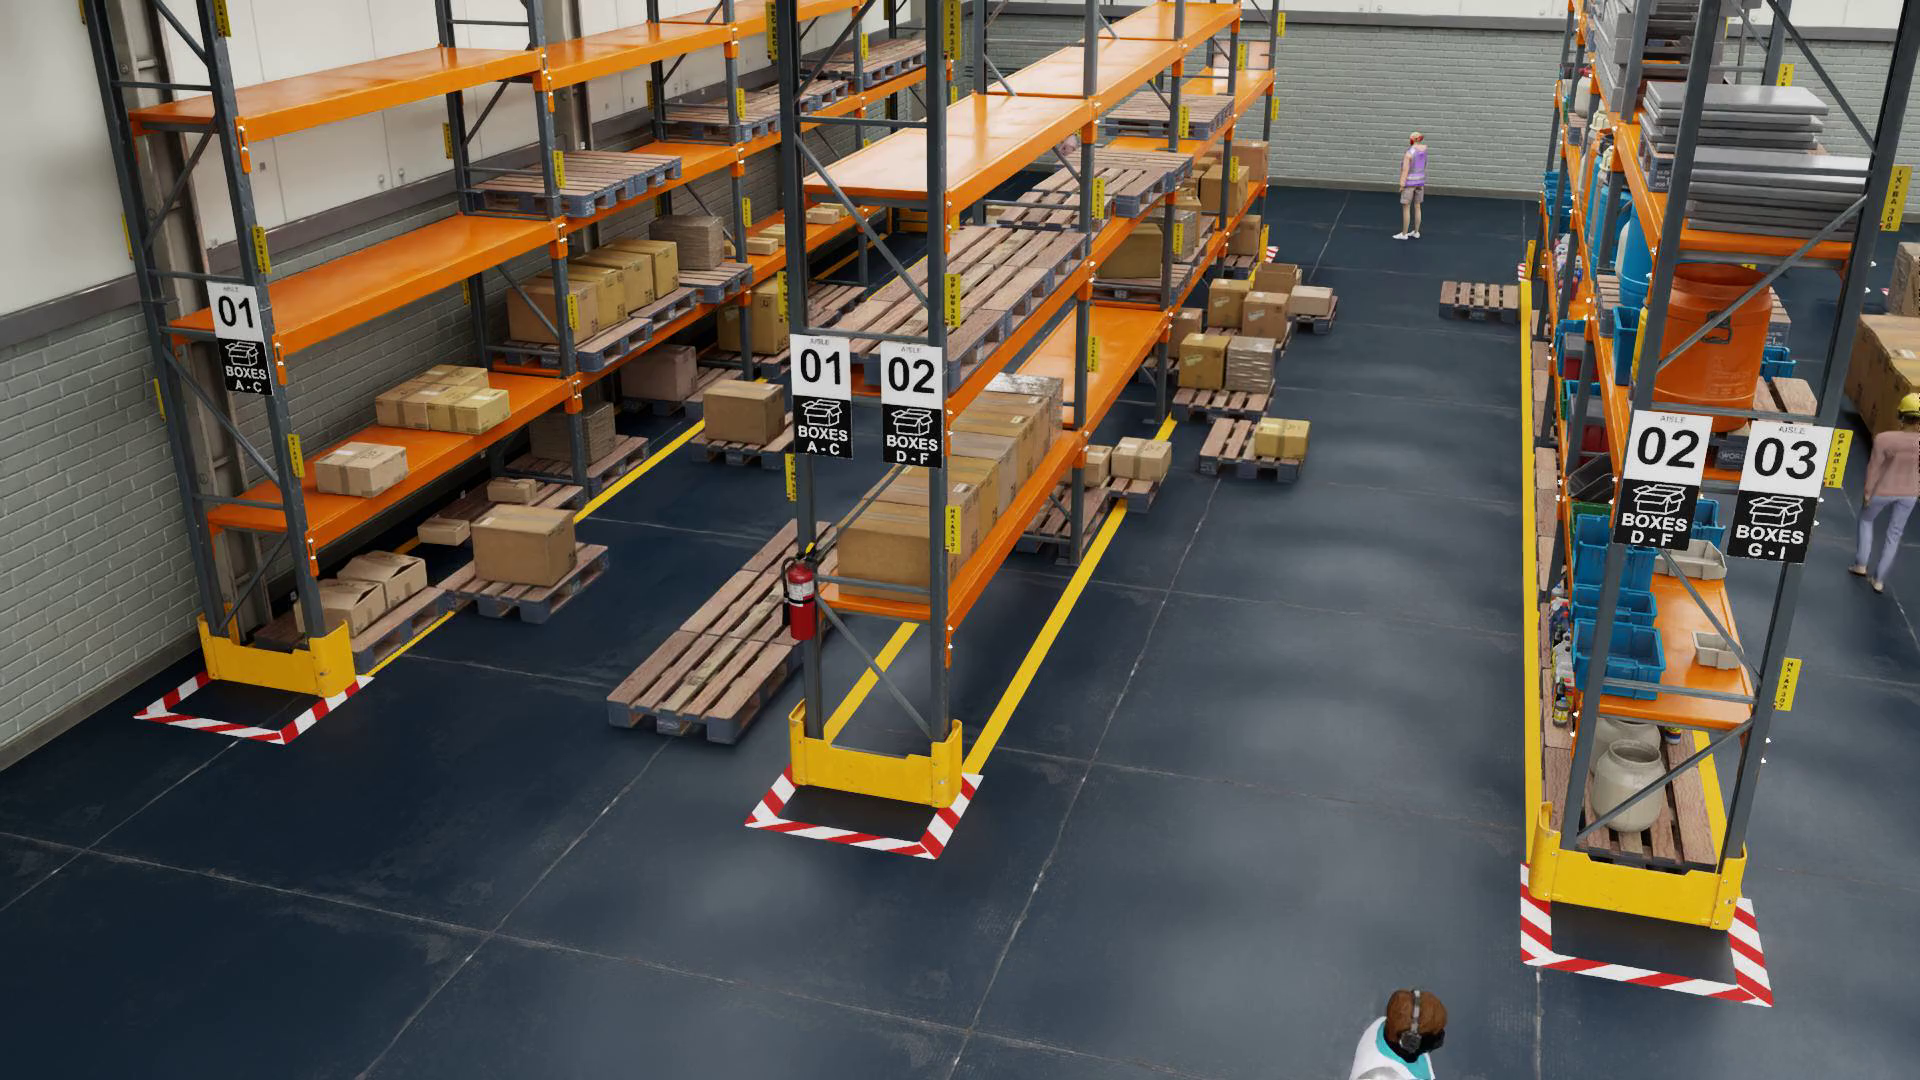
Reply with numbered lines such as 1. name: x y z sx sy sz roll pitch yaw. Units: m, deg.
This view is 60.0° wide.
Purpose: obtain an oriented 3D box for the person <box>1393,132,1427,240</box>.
1. person: 7.180 -5.618 26.412 0.489 1.688 0.352 -14 27 -29

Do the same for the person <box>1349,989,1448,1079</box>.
1. person: 1.770 2.639 7.131 0.965 1.796 0.636 6 24 14

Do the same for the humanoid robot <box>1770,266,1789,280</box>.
1. humanoid robot: 12.048 -4.580 24.059 0.608 1.662 0.374 -8 25 -18

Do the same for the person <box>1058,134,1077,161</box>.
1. person: 1.743 -5.908 26.936 0.330 1.803 0.532 3 24 7

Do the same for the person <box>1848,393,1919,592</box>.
1. person: 8.015 -0.432 14.298 0.537 1.744 0.565 6 24 13
